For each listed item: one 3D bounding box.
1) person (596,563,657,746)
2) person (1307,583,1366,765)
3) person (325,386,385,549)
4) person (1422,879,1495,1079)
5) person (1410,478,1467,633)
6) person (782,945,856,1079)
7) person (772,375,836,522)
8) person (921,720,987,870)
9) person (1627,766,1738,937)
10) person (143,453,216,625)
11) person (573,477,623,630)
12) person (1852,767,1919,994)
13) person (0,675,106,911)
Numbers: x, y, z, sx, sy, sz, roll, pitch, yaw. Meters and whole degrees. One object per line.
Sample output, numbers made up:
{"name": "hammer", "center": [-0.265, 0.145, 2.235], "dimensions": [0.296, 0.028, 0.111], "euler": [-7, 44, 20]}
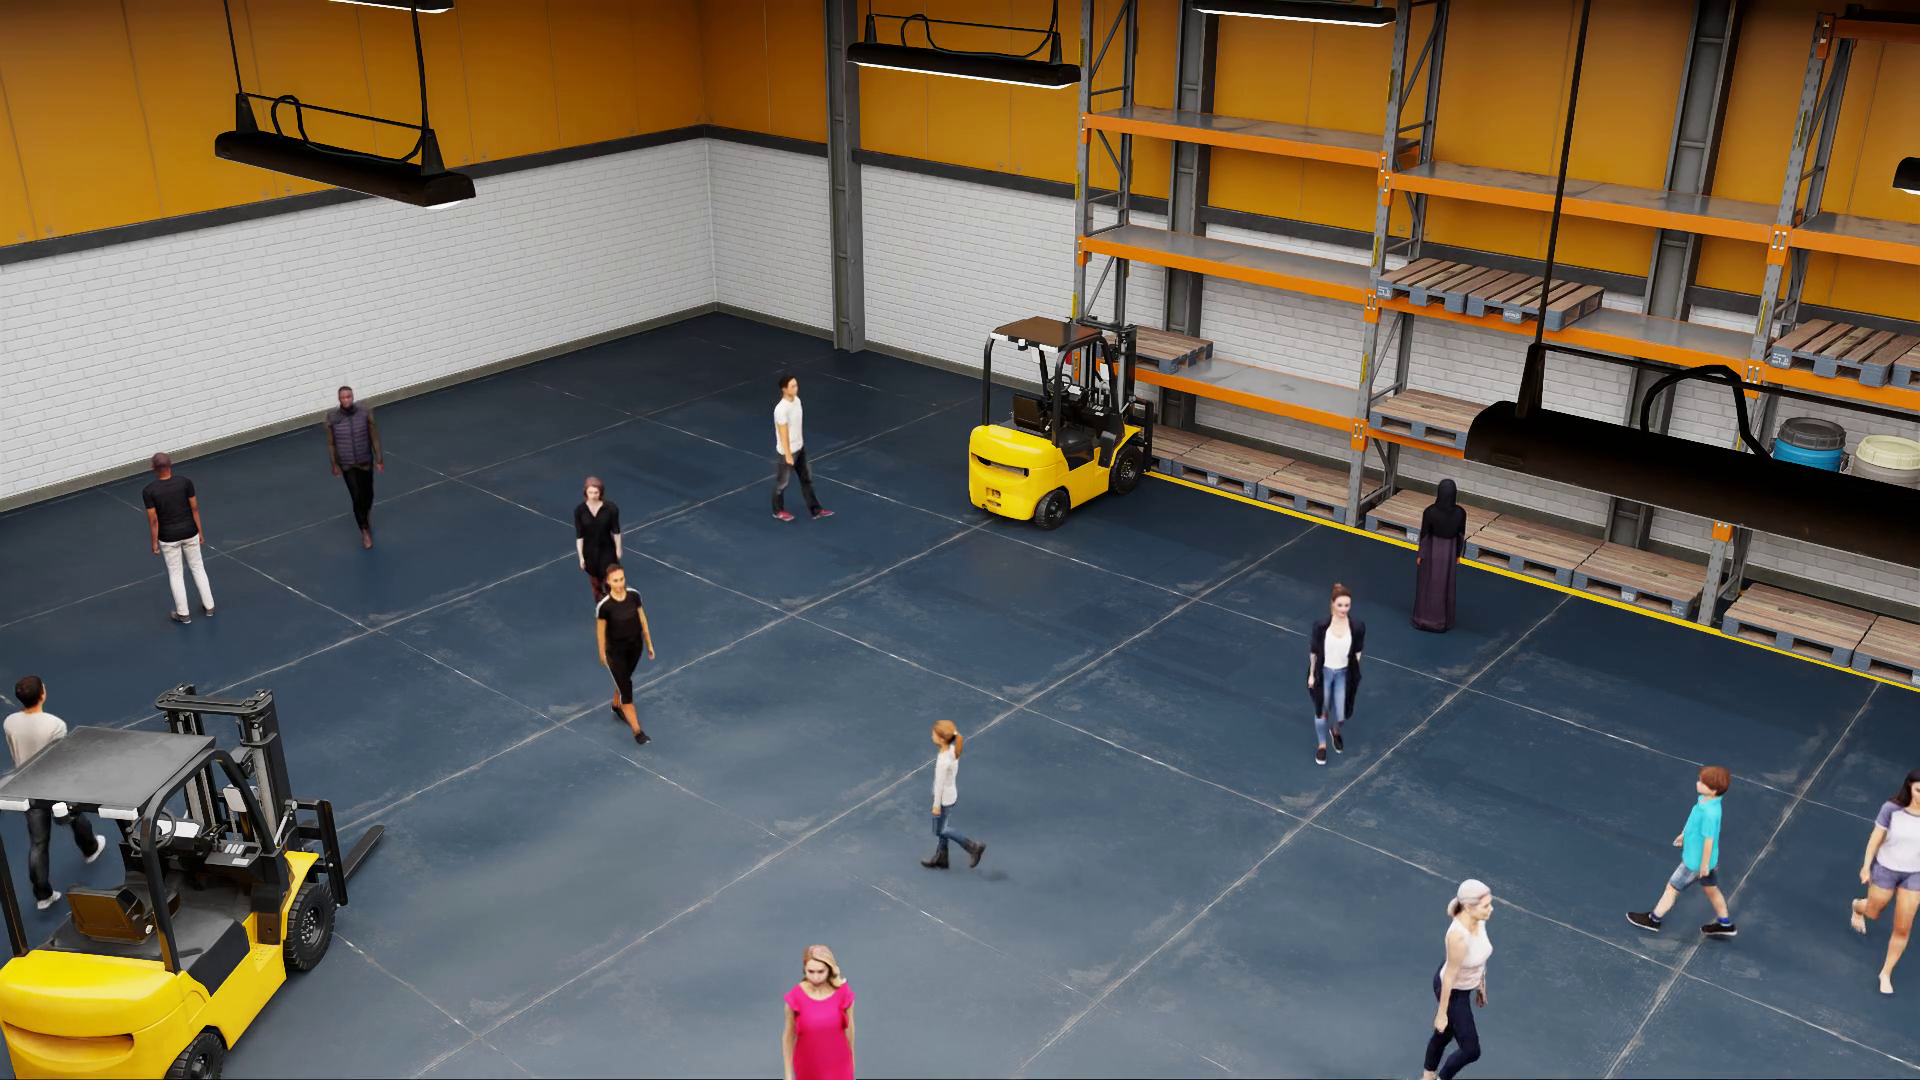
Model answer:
{"name": "person", "center": [-3.026, 0.952, 14.784], "dimensions": [0.701, 1.623, 1.126], "euler": [-19, 30, -37]}
{"name": "person", "center": [3.205, 1.120, 14.334], "dimensions": [0.779, 1.676, 0.836], "euler": [5, 24, 11]}
{"name": "person", "center": [-6.792, -0.870, 18.729], "dimensions": [1.031, 1.802, 1.271], "euler": [-11, 26, -23]}
{"name": "person", "center": [3.014, 2.823, 10.417], "dimensions": [0.639, 1.693, 0.658], "euler": [15, 28, 30]}
{"name": "person", "center": [4.794, 0.137, 16.658], "dimensions": [0.696, 1.615, 0.774], "euler": [1, 24, 3]}
{"name": "person", "center": [-0.824, 3.055, 9.909], "dimensions": [1.032, 1.674, 1.068], "euler": [-1, 24, -2]}
{"name": "person", "center": [-2.039, -1.051, 19.179], "dimensions": [1.072, 1.772, 0.850], "euler": [10, 26, 22]}
{"name": "person", "center": [-0.052, 1.994, 12.795], "dimensions": [0.815, 1.306, 0.694], "euler": [3, 24, 8]}
{"name": "person", "center": [5.423, 2.276, 12.010], "dimensions": [1.008, 1.419, 0.657], "euler": [12, 26, 25]}
{"name": "person", "center": [-7.900, -0.031, 16.806], "dimensions": [0.686, 1.804, 0.635], "euler": [-20, 31, -38]}
{"name": "person", "center": [-3.626, 0.103, 16.649], "dimensions": [0.716, 1.685, 0.773], "euler": [-3, 24, -7]}
{"name": "person", "center": [6.550, 2.281, 11.633], "dimensions": [0.981, 1.712, 0.897], "euler": [6, 24, 14]}
{"name": "person", "center": [-6.875, 1.907, 12.425], "dimensions": [1.161, 1.761, 1.230], "euler": [-2, 24, -4]}
